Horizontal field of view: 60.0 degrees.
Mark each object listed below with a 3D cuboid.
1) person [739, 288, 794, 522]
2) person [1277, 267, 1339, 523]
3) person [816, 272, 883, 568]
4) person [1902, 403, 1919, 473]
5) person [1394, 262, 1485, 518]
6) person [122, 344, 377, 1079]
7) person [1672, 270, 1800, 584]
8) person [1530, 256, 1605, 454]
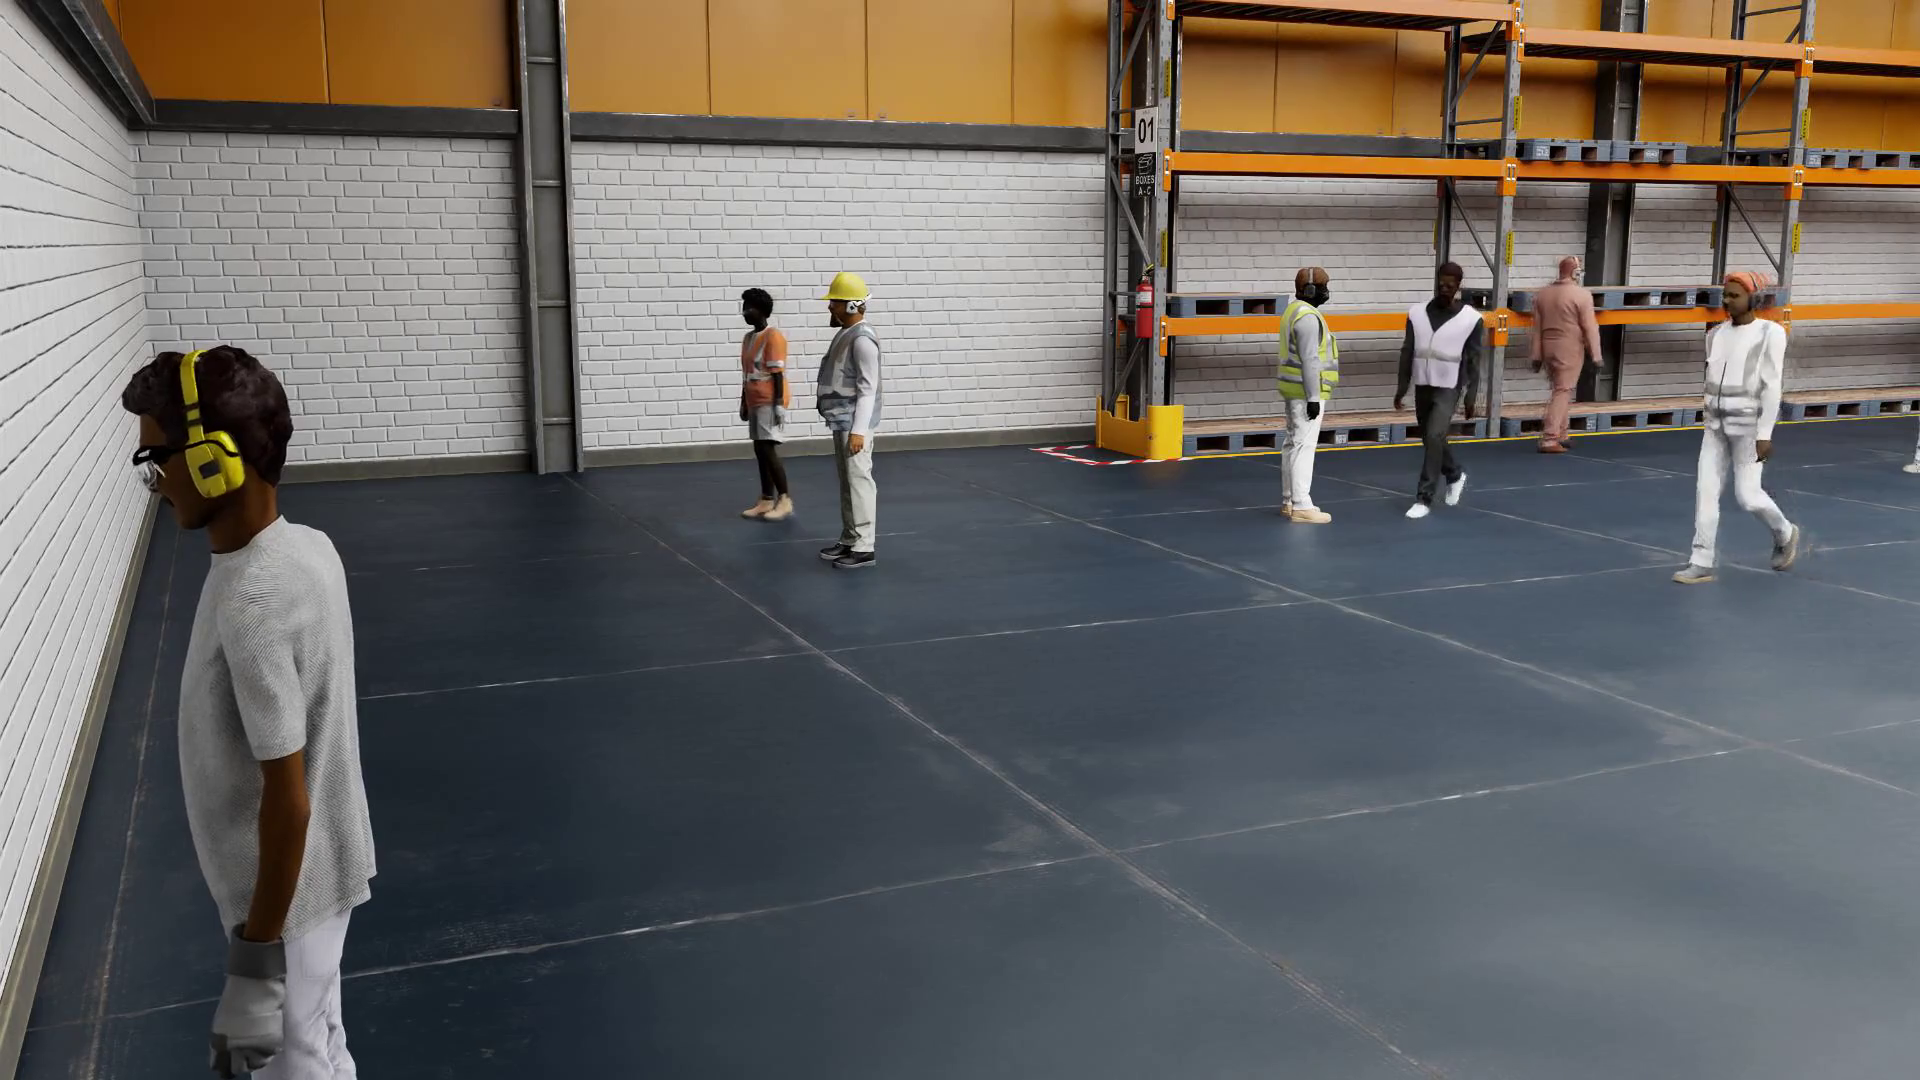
[{"bbox_3d":[-1.418,-0.979,12.080,0.319,1.690,0.554,-6,12,-32],"label":"person"},{"bbox_3d":[2.524,-1.053,12.082,0.429,1.843,0.633,0,10,0],"label":"person"},{"bbox_3d":[-0.693,-0.746,10.392,0.404,1.833,0.588,-3,11,-17],"label":"person"},{"bbox_3d":[8.732,-1.510,14.587,0.790,1.861,0.583,-3,11,-18],"label":"person"},{"bbox_3d":[3.620,-1.134,12.432,0.608,1.884,0.909,10,14,44],"label":"person"},{"bbox_3d":[-1.130,0.618,2.722,0.328,1.861,0.521,-3,11,-14],"label":"person"},{"bbox_3d":[4.642,-0.662,9.850,0.765,1.866,0.582,-4,11,-24],"label":"person"},{"bbox_3d":[5.884,-1.766,15.948,0.747,1.882,0.650,-4,11,-20],"label":"person"}]
